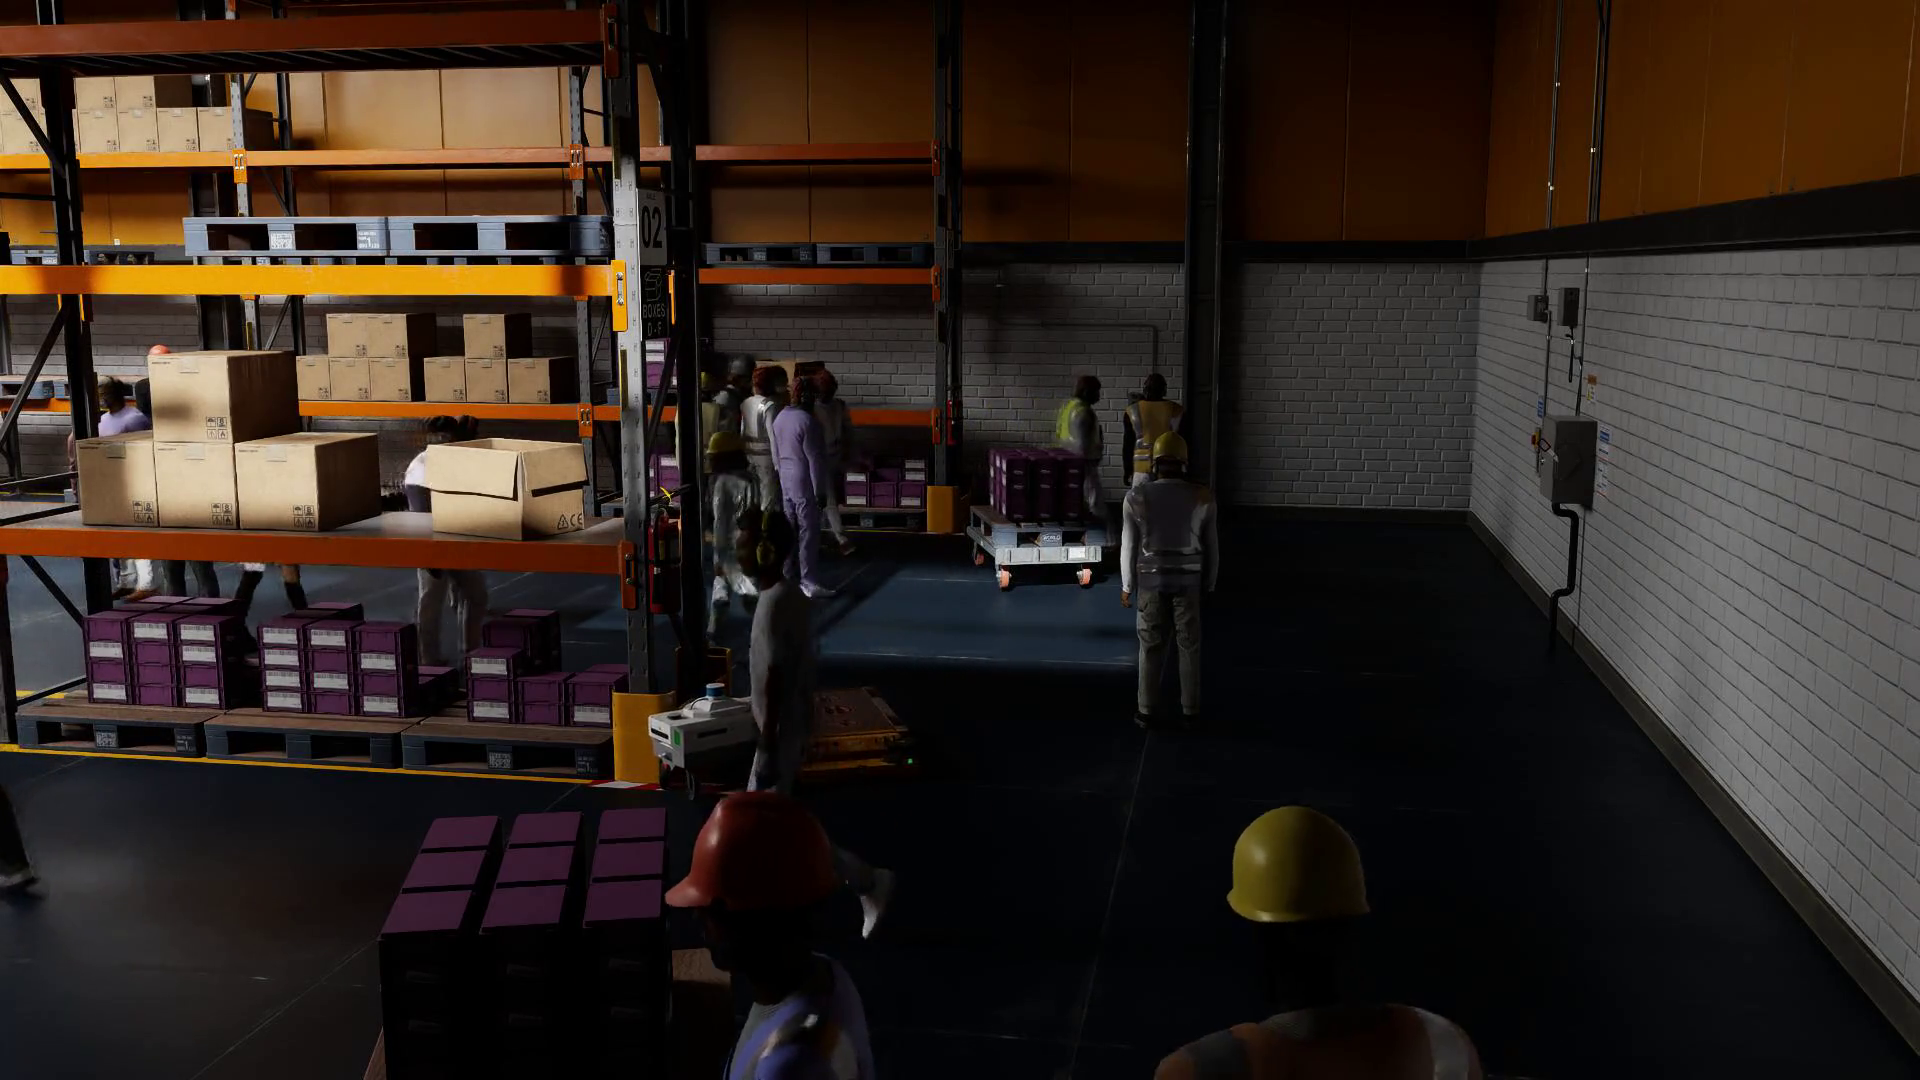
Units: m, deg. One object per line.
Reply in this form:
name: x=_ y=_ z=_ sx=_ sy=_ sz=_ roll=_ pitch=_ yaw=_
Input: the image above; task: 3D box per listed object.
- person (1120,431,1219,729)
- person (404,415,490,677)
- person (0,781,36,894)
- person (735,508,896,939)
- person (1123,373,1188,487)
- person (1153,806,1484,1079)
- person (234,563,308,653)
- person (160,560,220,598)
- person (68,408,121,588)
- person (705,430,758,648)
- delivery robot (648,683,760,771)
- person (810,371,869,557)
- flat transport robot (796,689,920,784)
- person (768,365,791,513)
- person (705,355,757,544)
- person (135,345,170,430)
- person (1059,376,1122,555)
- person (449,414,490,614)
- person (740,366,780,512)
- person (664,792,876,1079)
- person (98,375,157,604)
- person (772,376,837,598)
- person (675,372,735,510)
person: x=1.276 y=0.250 z=10.186 sx=0.600 sy=1.827 sz=0.404 roll=0 pitch=9 yaw=2
person: x=-3.436 y=0.065 z=11.343 sx=0.675 sy=1.821 sz=0.654 roll=3 pitch=10 yaw=16
person: x=-4.523 y=0.679 z=7.343 sx=0.670 sy=1.924 sz=0.599 roll=3 pitch=10 yaw=21
person: x=-0.670 y=0.786 z=6.816 sx=0.714 sy=1.848 sz=0.519 roll=-1 pitch=9 yaw=-5
person: x=1.852 y=-0.665 z=15.824 sx=0.619 sy=1.845 sz=0.430 roll=0 pitch=9 yaw=1
person: x=0.593 y=1.405 z=2.818 sx=0.594 sy=1.898 sz=0.528 roll=-3 pitch=10 yaw=-21
person: x=-4.990 y=-0.109 z=12.238 sx=0.938 sy=1.875 sz=0.617 roll=-3 pitch=10 yaw=-18
person: x=-5.758 y=-0.149 z=12.328 sx=0.628 sy=1.939 sz=0.373 roll=1 pitch=9 yaw=4
person: x=-7.409 y=-0.399 z=14.411 sx=0.313 sy=1.767 sz=0.533 roll=7 pitch=12 yaw=37
person: x=-1.540 y=0.069 z=11.734 sx=0.887 sy=1.697 sz=0.488 roll=2 pitch=9 yaw=14
delivery robot: x=-1.327 y=1.022 z=9.048 sx=0.707 sy=0.478 sz=0.477 roll=-7 pitch=12 yaw=-39
person: x=-1.291 y=-0.758 z=16.504 sx=0.967 sy=1.815 sz=0.703 roll=8 pitch=12 yaw=41
flat transport robot: x=-0.711 y=1.105 z=9.705 sx=0.652 sy=0.197 sz=1.431 roll=-2 pitch=9 yaw=-14
person: x=-1.946 y=-0.859 z=16.929 sx=0.976 sy=1.882 sz=0.651 roll=5 pitch=10 yaw=29
person: x=-2.277 y=-0.926 z=16.831 sx=1.052 sy=2.000 sz=0.691 roll=3 pitch=10 yaw=17
person: x=-8.795 y=-1.161 z=18.457 sx=0.611 sy=1.986 sz=0.392 roll=-6 pitch=11 yaw=-31
person: x=1.213 y=-0.727 z=16.405 sx=1.004 sy=1.780 sz=0.633 roll=-2 pitch=9 yaw=-10
person: x=-4.072 y=-0.217 z=13.671 sx=0.313 sy=1.639 sz=0.517 roll=-5 pitch=10 yaw=-26
person: x=-1.906 y=-0.743 z=16.177 sx=0.345 sy=1.883 sz=0.584 roll=-8 pitch=12 yaw=-39
person: x=-0.317 y=1.379 z=3.020 sx=0.996 sy=1.890 sz=0.546 roll=-1 pitch=9 yaw=-8
person: x=-7.093 y=-0.432 z=14.107 sx=0.681 sy=1.929 sz=0.420 roll=6 pitch=11 yaw=34
person: x=-1.336 y=-0.457 z=14.333 sx=0.410 sy=1.909 sz=0.643 roll=-7 pitch=11 yaw=-37
person: x=-2.452 y=-0.708 z=16.115 sx=0.590 sy=1.835 sz=0.404 roll=-1 pitch=9 yaw=-8
